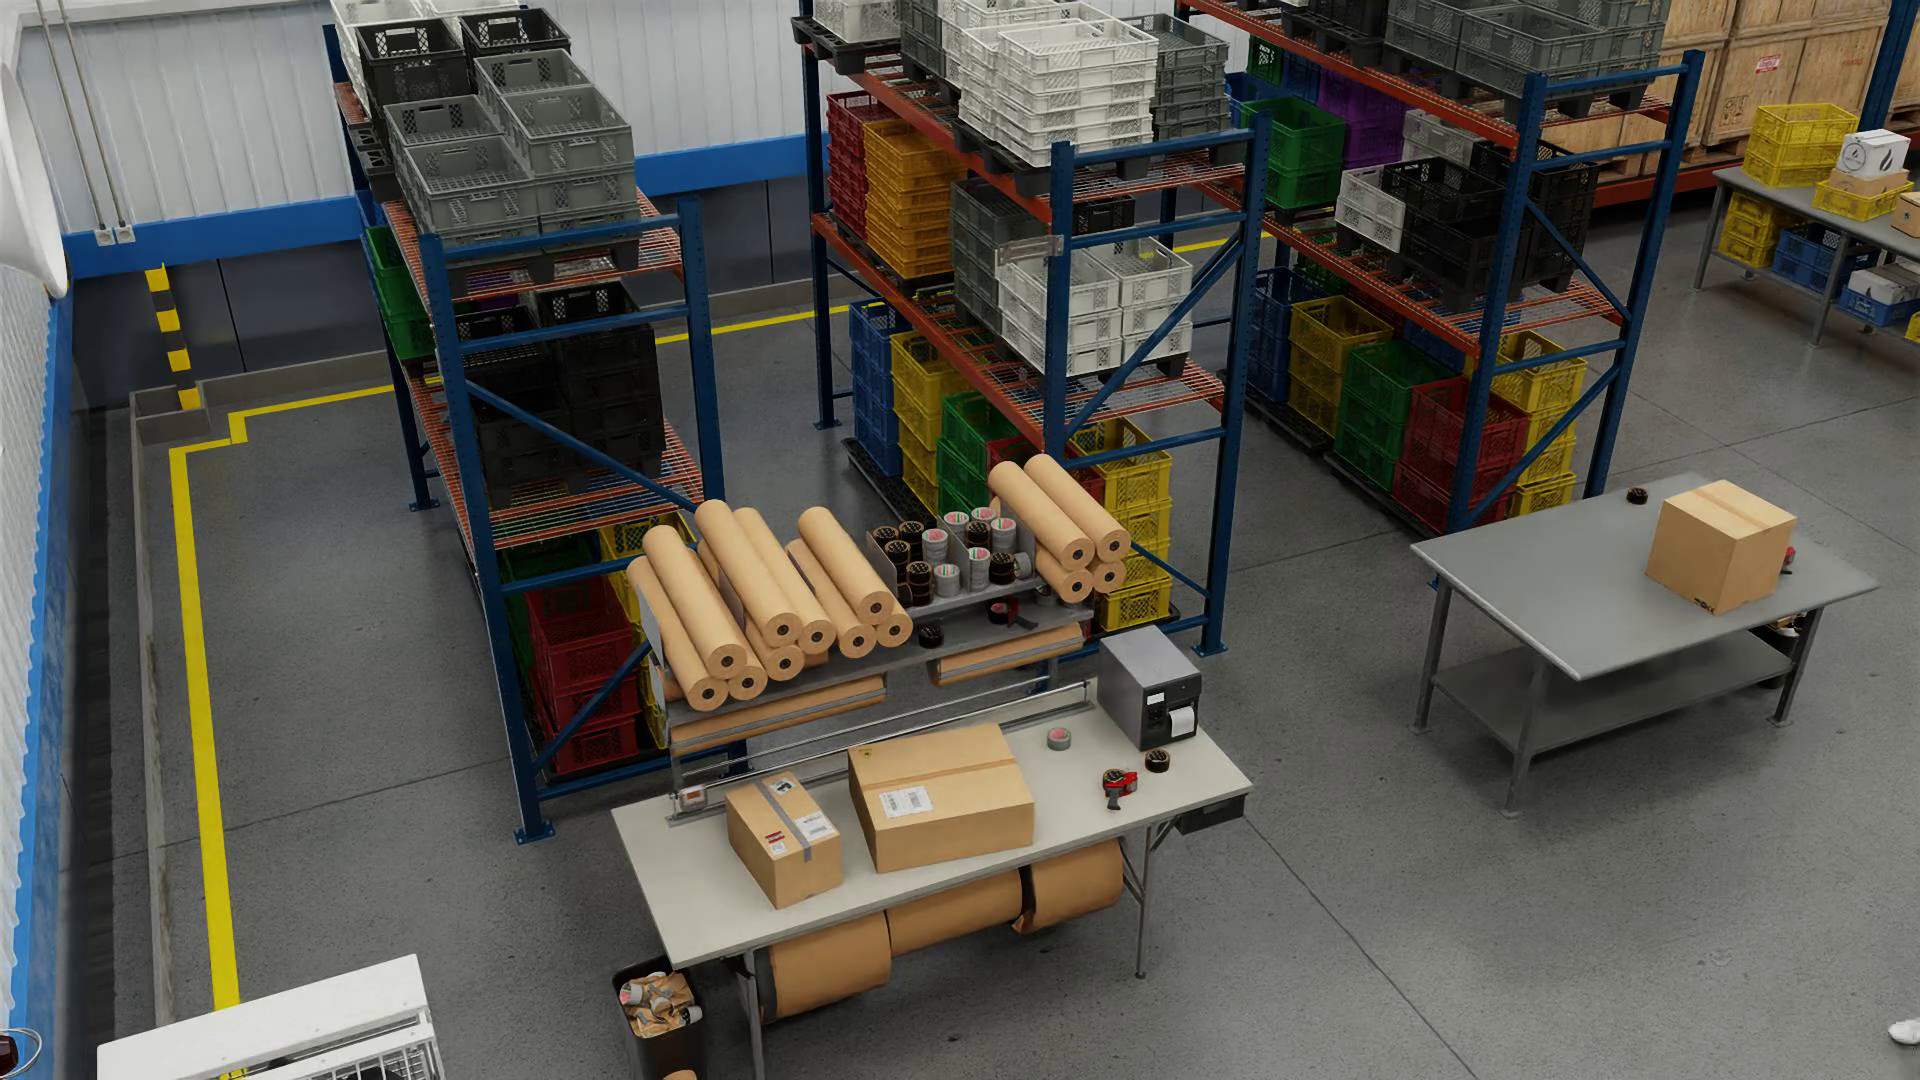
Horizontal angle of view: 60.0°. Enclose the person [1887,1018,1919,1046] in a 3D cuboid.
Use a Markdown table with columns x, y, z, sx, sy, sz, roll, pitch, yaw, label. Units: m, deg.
| x | y | z | sx | sy | sz | roll | pitch | yaw | label |
| --- | --- | --- | --- | --- | --- | --- | --- | --- | --- |
| 4.073 | 1.363 | 6.283 | 0.700 | 1.811 | 0.607 | -2 | 32 | -3 | person |
